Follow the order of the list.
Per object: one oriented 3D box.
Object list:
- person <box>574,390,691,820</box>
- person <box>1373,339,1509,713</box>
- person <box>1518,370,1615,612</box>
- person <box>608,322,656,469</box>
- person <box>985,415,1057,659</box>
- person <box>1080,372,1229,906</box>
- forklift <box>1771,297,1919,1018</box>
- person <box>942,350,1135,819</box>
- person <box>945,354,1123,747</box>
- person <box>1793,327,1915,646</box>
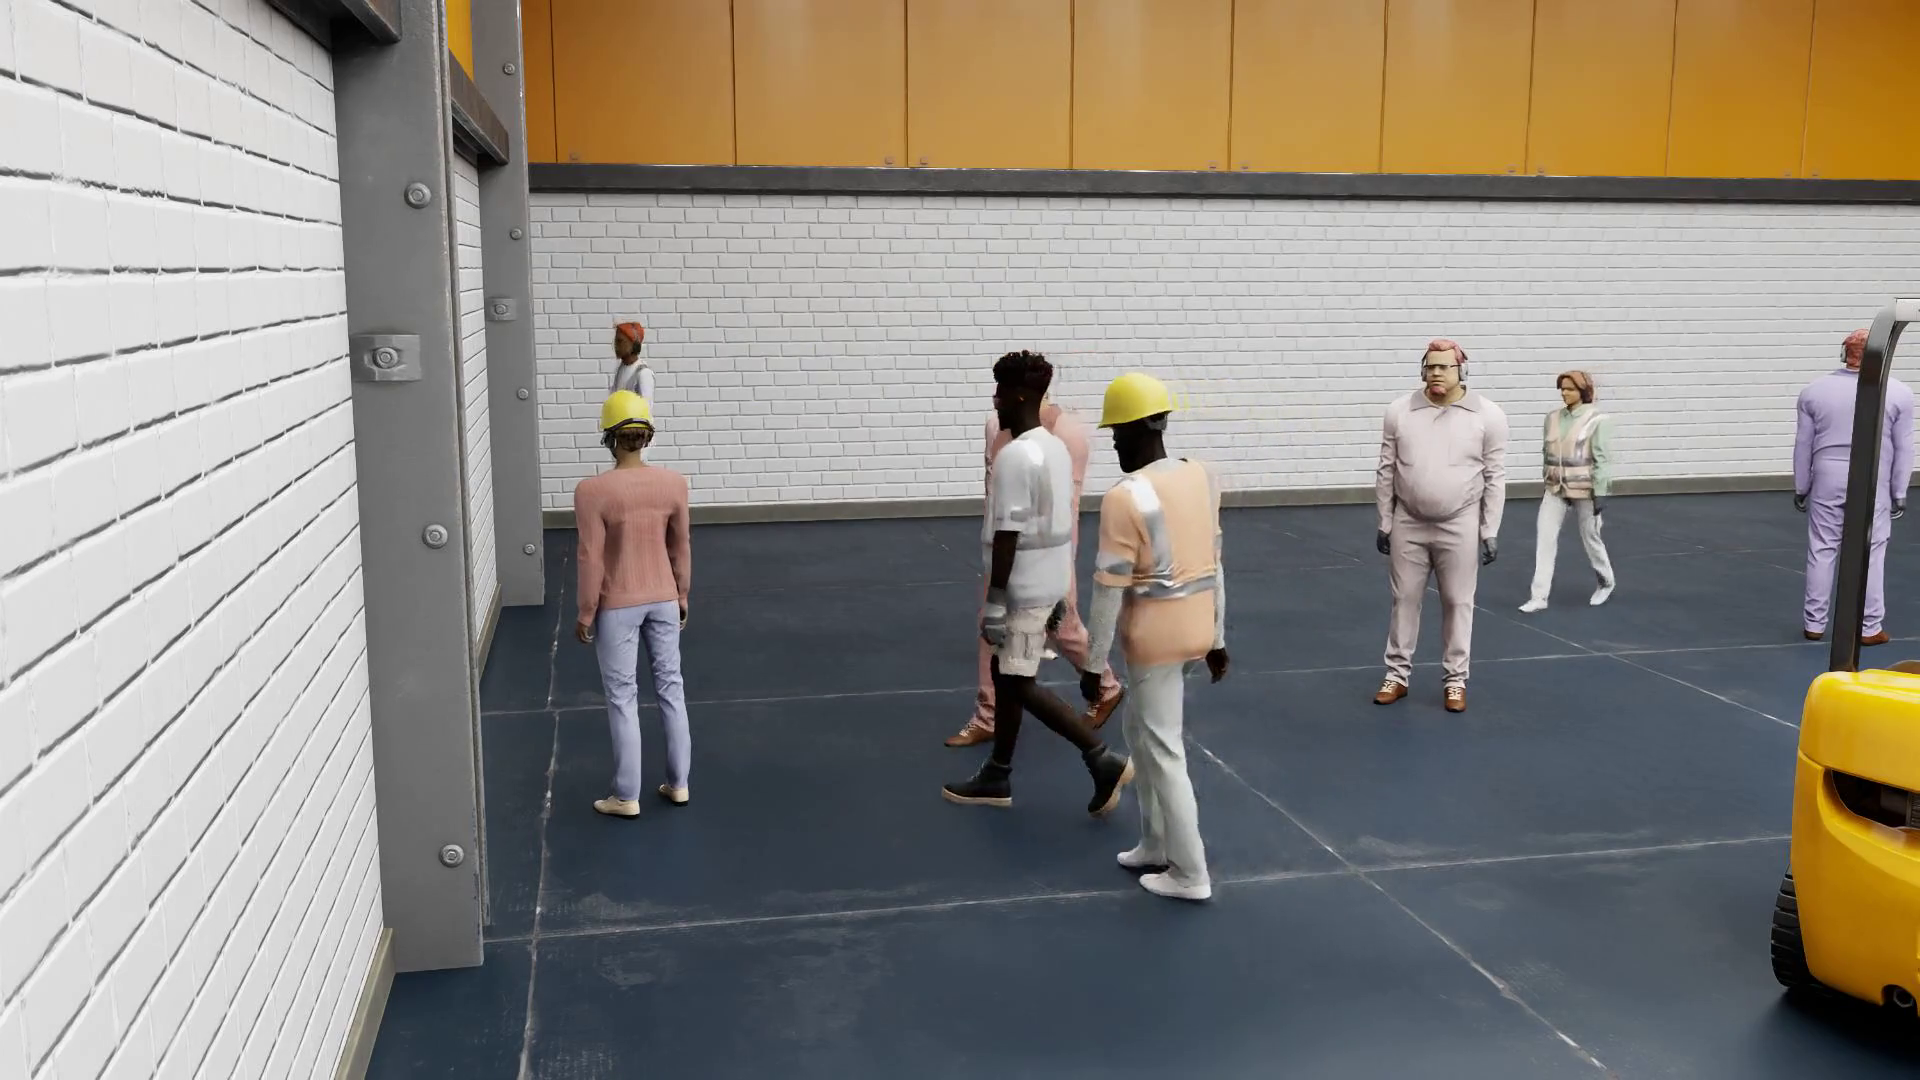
[{"bbox_3d":[-1.359,0.266,6.892,0.533,1.767,0.327,-8,12,-40],"label":"person"},{"bbox_3d":[2.442,-0.073,8.525,0.643,1.910,0.400,5,10,27],"label":"person"},{"bbox_3d":[4.084,-0.332,11.017,0.821,1.602,0.525,-6,11,-33],"label":"person"},{"bbox_3d":[-2.487,-0.705,12.576,0.382,1.854,0.714,-6,11,-30],"label":"person"},{"bbox_3d":[0.371,-0.160,9.511,0.523,1.761,0.328,-7,11,-35],"label":"person"},{"bbox_3d":[0.657,0.355,5.939,0.645,1.892,0.609,8,12,40],"label":"person"},{"bbox_3d":[3.542,0.334,5.177,2.313,2.155,1.214,-9,13,-43],"label":"forklift"},{"bbox_3d":[0.334,0.194,6.833,0.792,1.937,0.619,3,10,17],"label":"person"},{"bbox_3d":[0.400,0.045,7.949,0.932,1.874,0.652,-7,11,-36],"label":"person"},{"bbox_3d":[5.379,-0.320,10.031,0.643,1.910,0.400,8,12,39],"label":"person"}]
